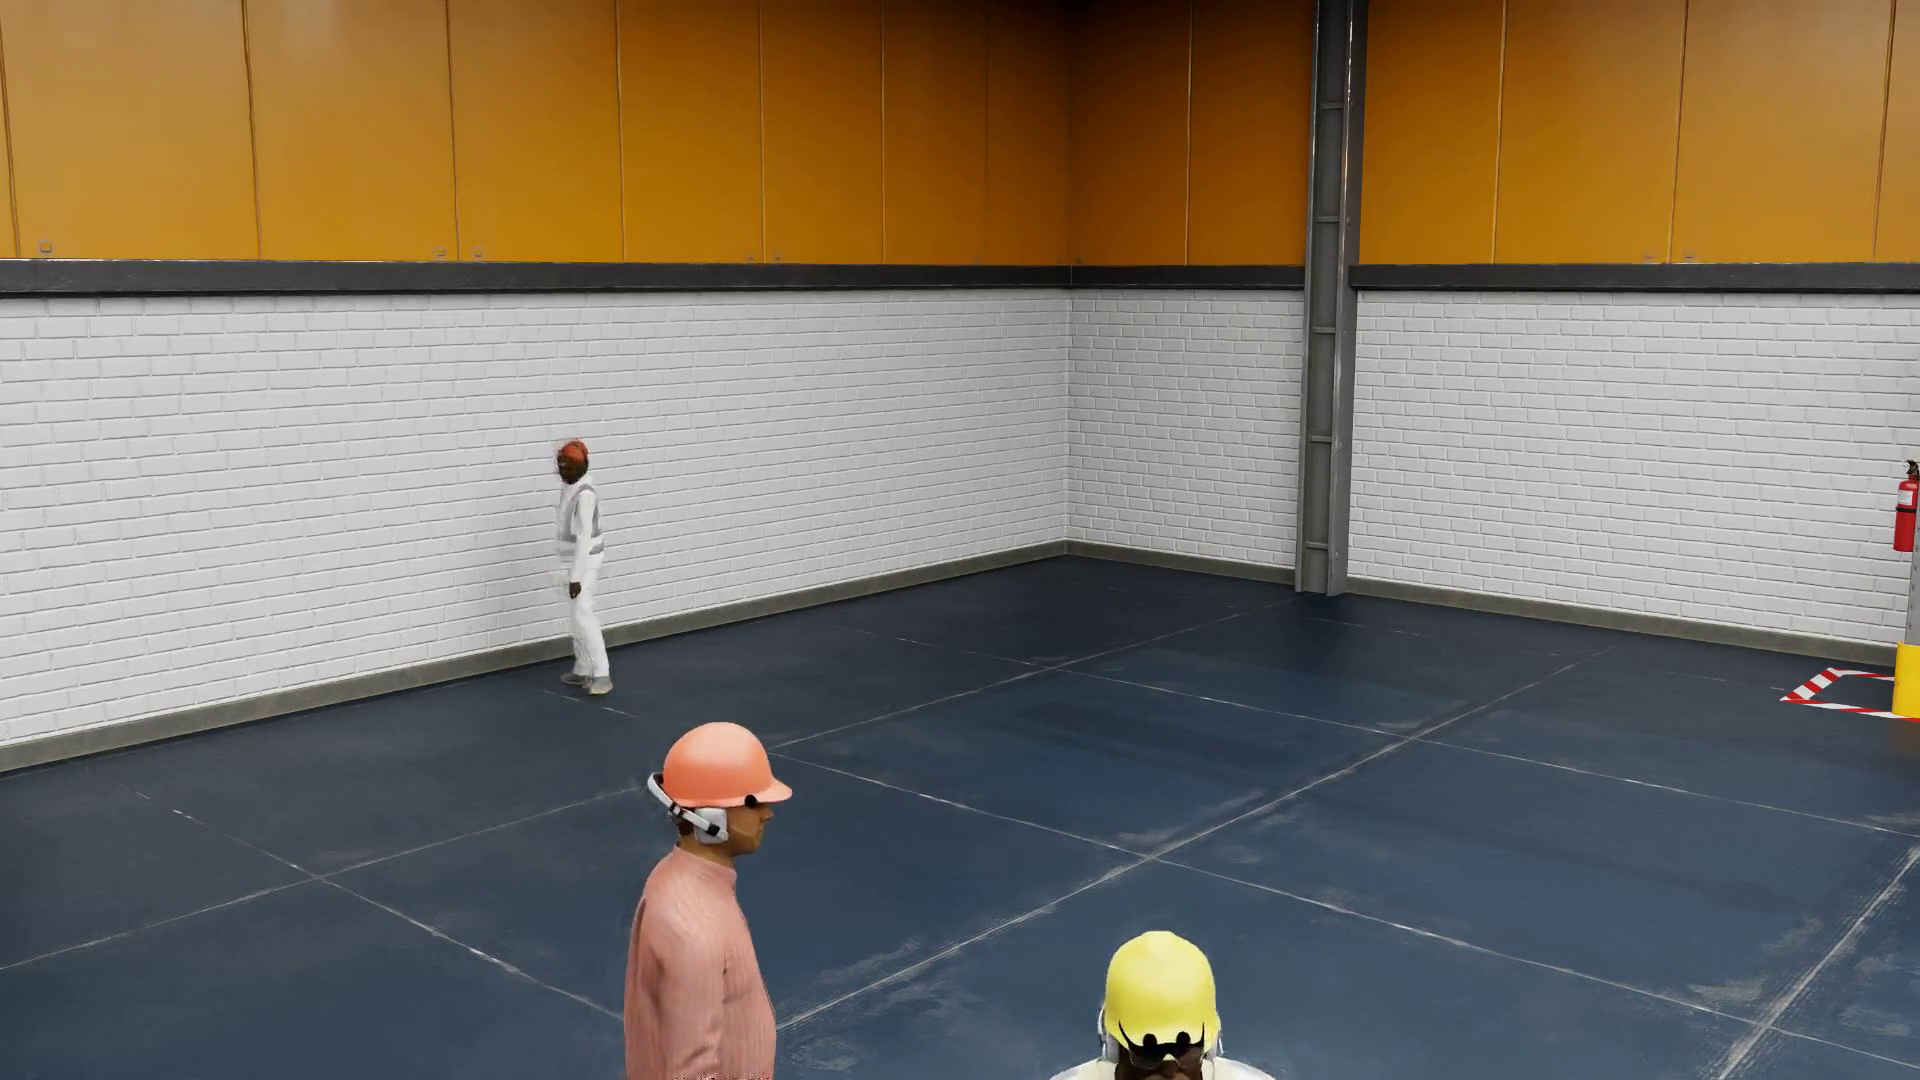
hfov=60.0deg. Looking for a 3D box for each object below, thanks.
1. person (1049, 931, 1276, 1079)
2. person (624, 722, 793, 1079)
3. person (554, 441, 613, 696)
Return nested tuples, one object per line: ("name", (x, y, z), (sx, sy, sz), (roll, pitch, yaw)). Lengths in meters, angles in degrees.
("person", (0.375, 1.620, 3.223), (0.616, 1.817, 0.429), (0, 9, 1))
("person", (-0.543, 1.408, 4.050), (0.518, 1.979, 0.644), (-2, 9, -13))
("person", (-2.763, 0.195, 12.100), (0.344, 1.855, 0.674), (-3, 10, -20))
